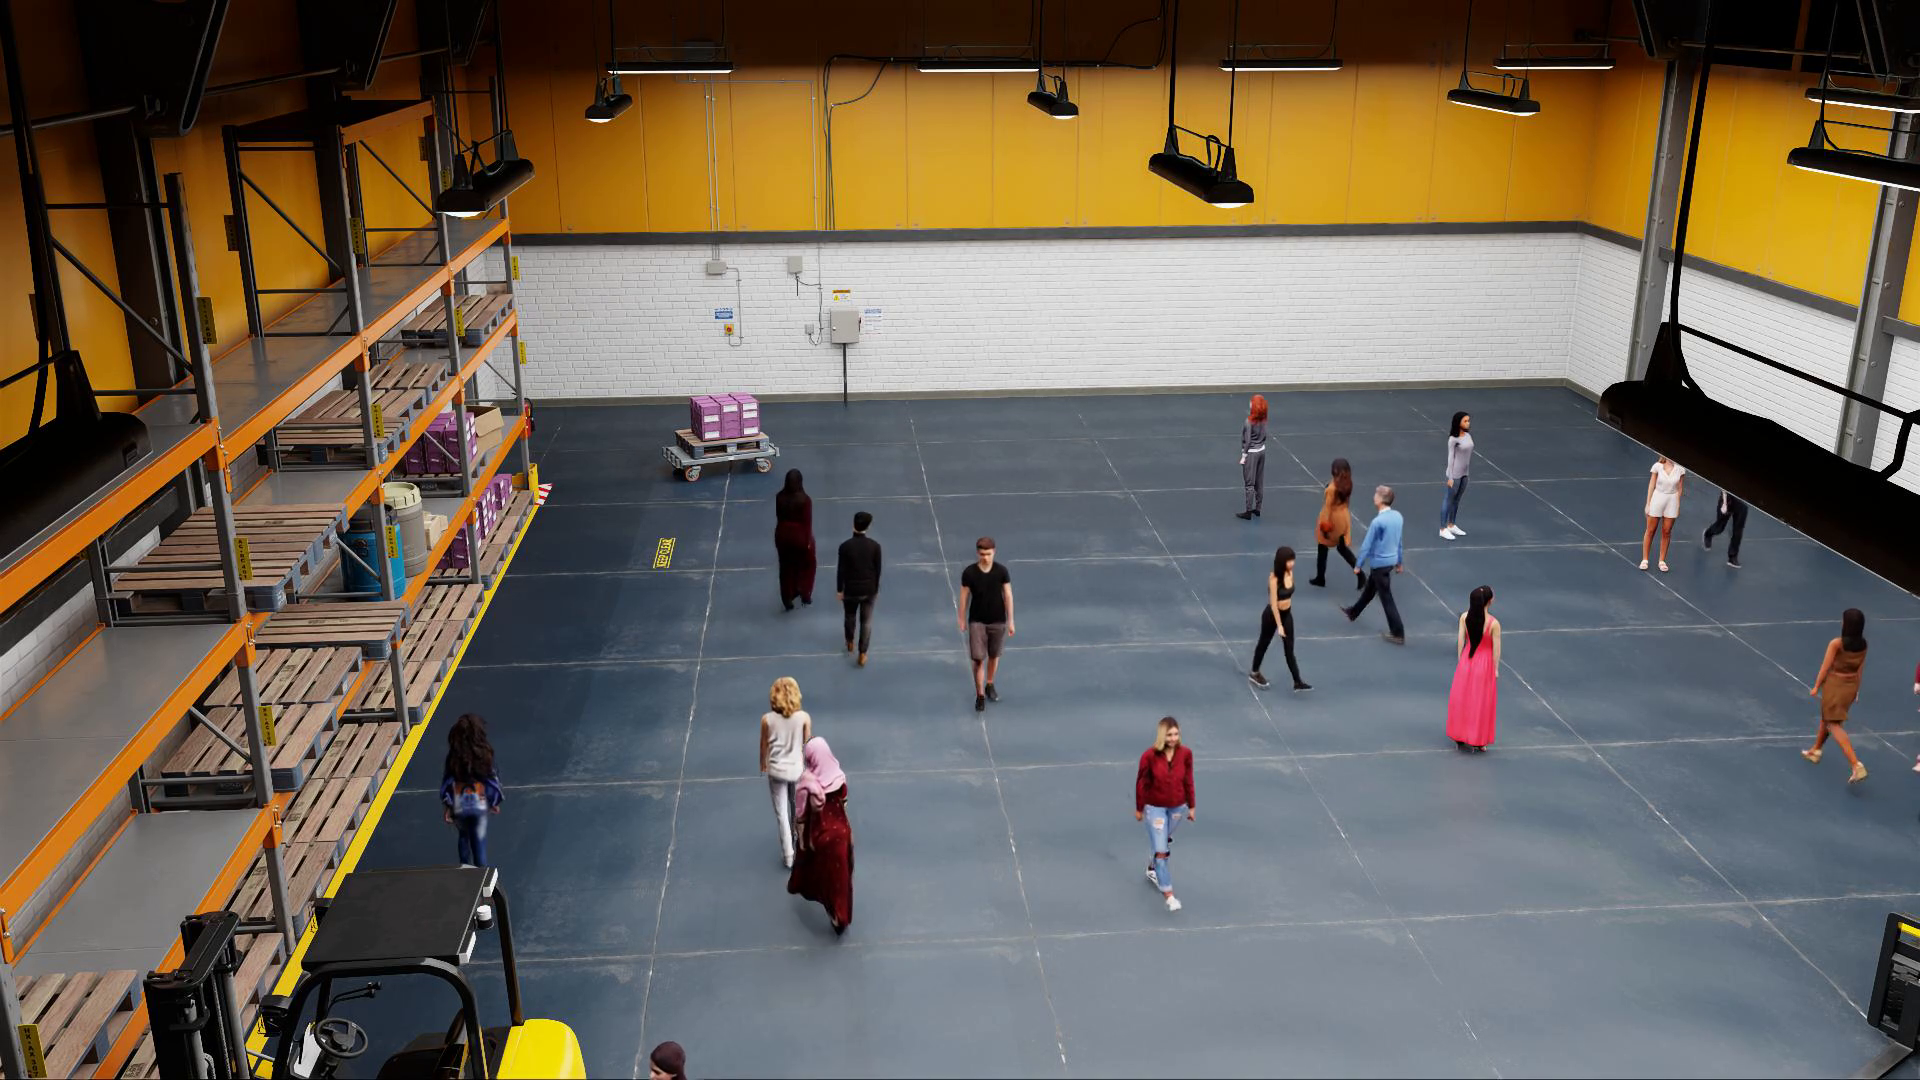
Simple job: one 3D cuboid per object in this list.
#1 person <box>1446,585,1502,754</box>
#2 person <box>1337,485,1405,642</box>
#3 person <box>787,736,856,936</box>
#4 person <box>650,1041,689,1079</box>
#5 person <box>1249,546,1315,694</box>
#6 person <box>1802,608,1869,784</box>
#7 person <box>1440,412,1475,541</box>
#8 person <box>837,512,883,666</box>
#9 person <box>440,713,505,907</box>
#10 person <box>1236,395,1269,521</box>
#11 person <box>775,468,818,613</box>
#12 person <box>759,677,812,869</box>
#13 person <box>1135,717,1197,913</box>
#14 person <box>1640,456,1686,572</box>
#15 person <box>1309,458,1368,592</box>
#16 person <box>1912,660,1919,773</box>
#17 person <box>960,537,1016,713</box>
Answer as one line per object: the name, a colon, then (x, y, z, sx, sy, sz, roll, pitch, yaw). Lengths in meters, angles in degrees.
person: (5.036, 1.253, 16.212, 0.708, 1.728, 0.765, 14, 23, 37)
person: (4.906, 0.305, 18.977, 1.168, 1.758, 1.288, -17, 25, -41)
person: (-1.044, 2.363, 13.137, 0.878, 1.585, 1.156, -8, 20, -22)
person: (-1.552, 3.555, 9.525, 0.825, 1.631, 0.875, 16, 25, 40)
person: (3.299, 0.823, 17.668, 0.903, 1.612, 1.091, -13, 23, -34)
person: (8.316, 1.485, 15.634, 0.763, 1.656, 1.118, -7, 20, -20)
person: (6.731, -0.893, 22.570, 0.688, 1.736, 0.723, -17, 25, -40)
person: (-1.086, 0.559, 18.332, 0.674, 1.690, 0.925, -2, 19, -7)
person: (-3.992, 2.222, 13.541, 0.651, 1.594, 0.714, -5, 19, -14)
person: (4.127, -1.176, 23.341, 0.651, 1.780, 0.680, -16, 24, -39)
person: (-2.017, 0.035, 19.804, 0.778, 1.743, 0.806, 6, 19, 17)
person: (-1.485, 2.000, 14.144, 0.668, 1.632, 1.031, -4, 19, -11)
person: (1.653, 2.183, 13.667, 0.783, 1.589, 1.109, -6, 20, -17)
person: (9.012, -0.446, 21.304, 0.644, 1.696, 0.660, 5, 19, 15)
person: (4.688, -0.154, 20.433, 1.009, 1.699, 1.174, -14, 23, -35)
person: (9.433, 1.376, 15.917, 0.992, 1.682, 1.007, -14, 23, -36)
person: (0.284, 0.807, 17.370, 0.709, 1.833, 0.914, -3, 19, -9)
